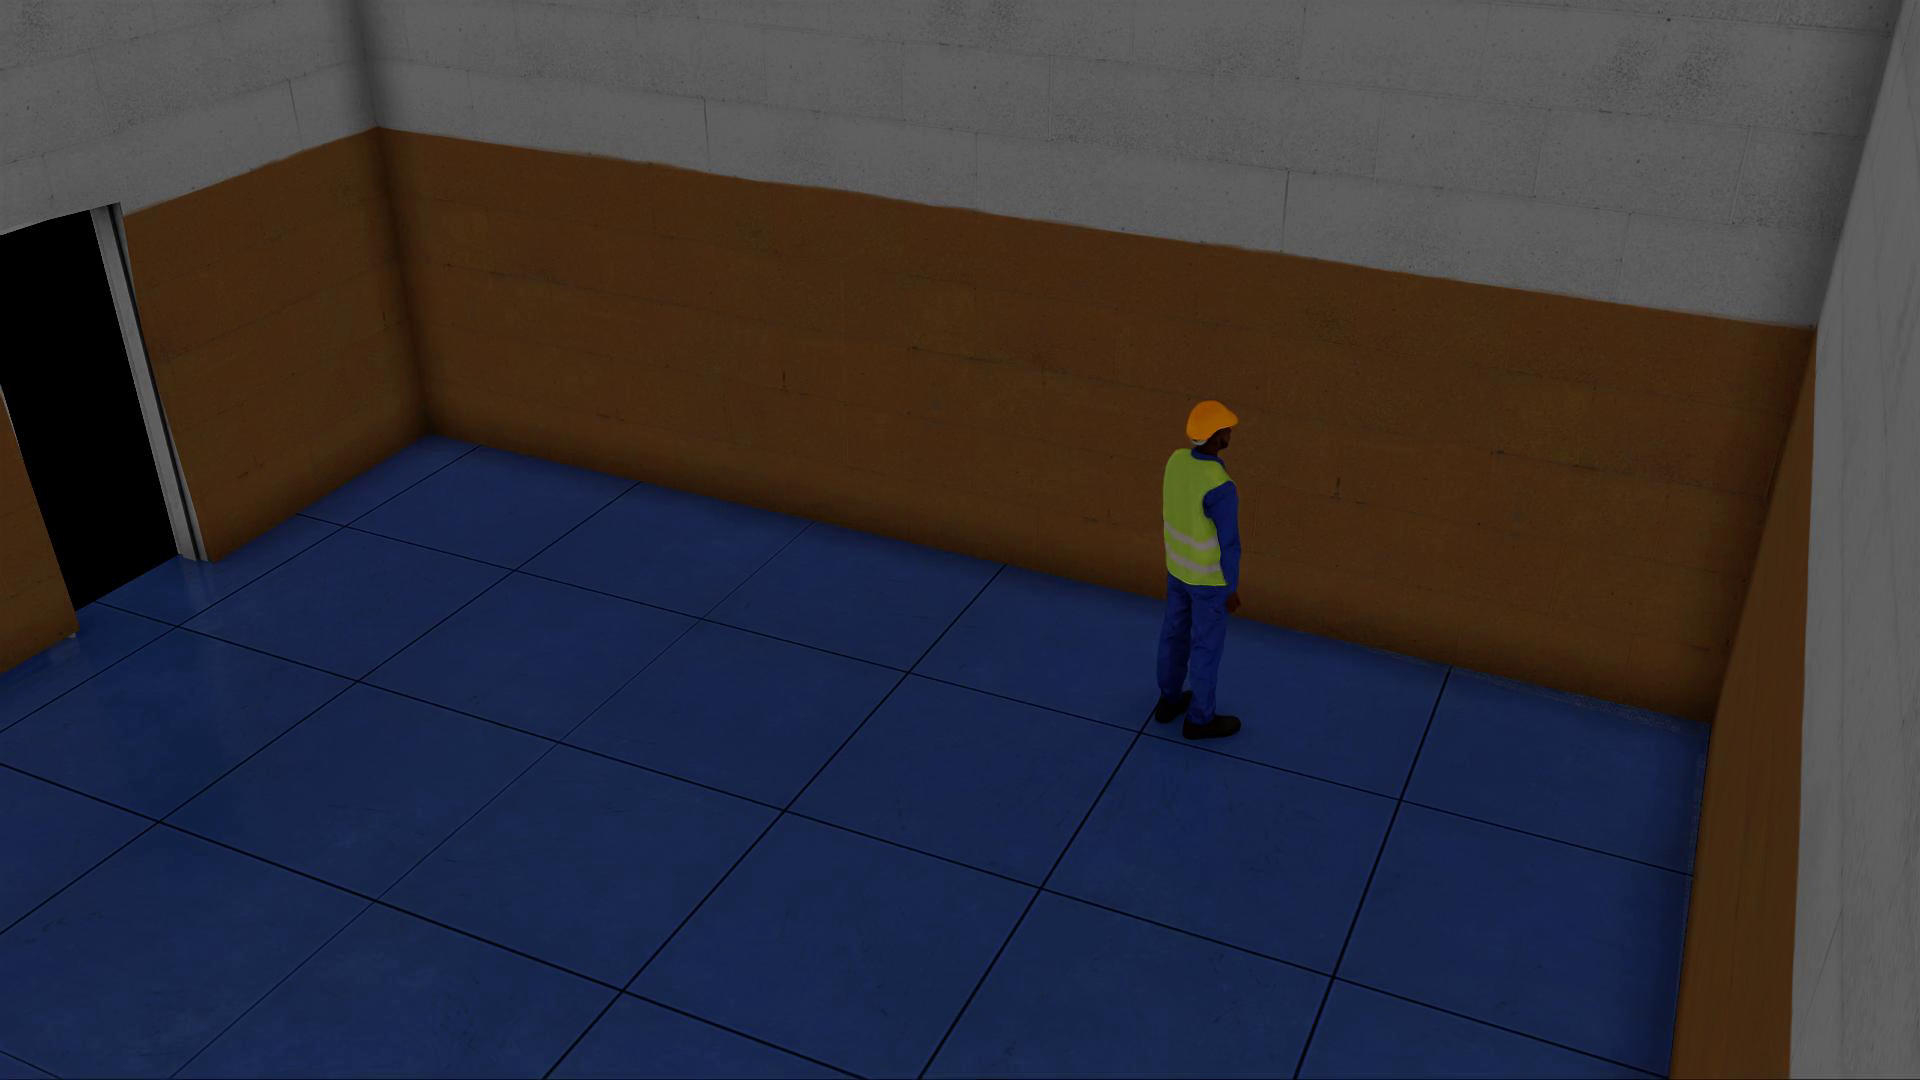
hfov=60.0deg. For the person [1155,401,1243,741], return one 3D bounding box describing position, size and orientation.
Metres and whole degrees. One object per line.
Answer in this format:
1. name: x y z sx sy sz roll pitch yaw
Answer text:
1. person: 1.183 0.144 8.227 0.818 1.812 0.714 -16 33 -27
